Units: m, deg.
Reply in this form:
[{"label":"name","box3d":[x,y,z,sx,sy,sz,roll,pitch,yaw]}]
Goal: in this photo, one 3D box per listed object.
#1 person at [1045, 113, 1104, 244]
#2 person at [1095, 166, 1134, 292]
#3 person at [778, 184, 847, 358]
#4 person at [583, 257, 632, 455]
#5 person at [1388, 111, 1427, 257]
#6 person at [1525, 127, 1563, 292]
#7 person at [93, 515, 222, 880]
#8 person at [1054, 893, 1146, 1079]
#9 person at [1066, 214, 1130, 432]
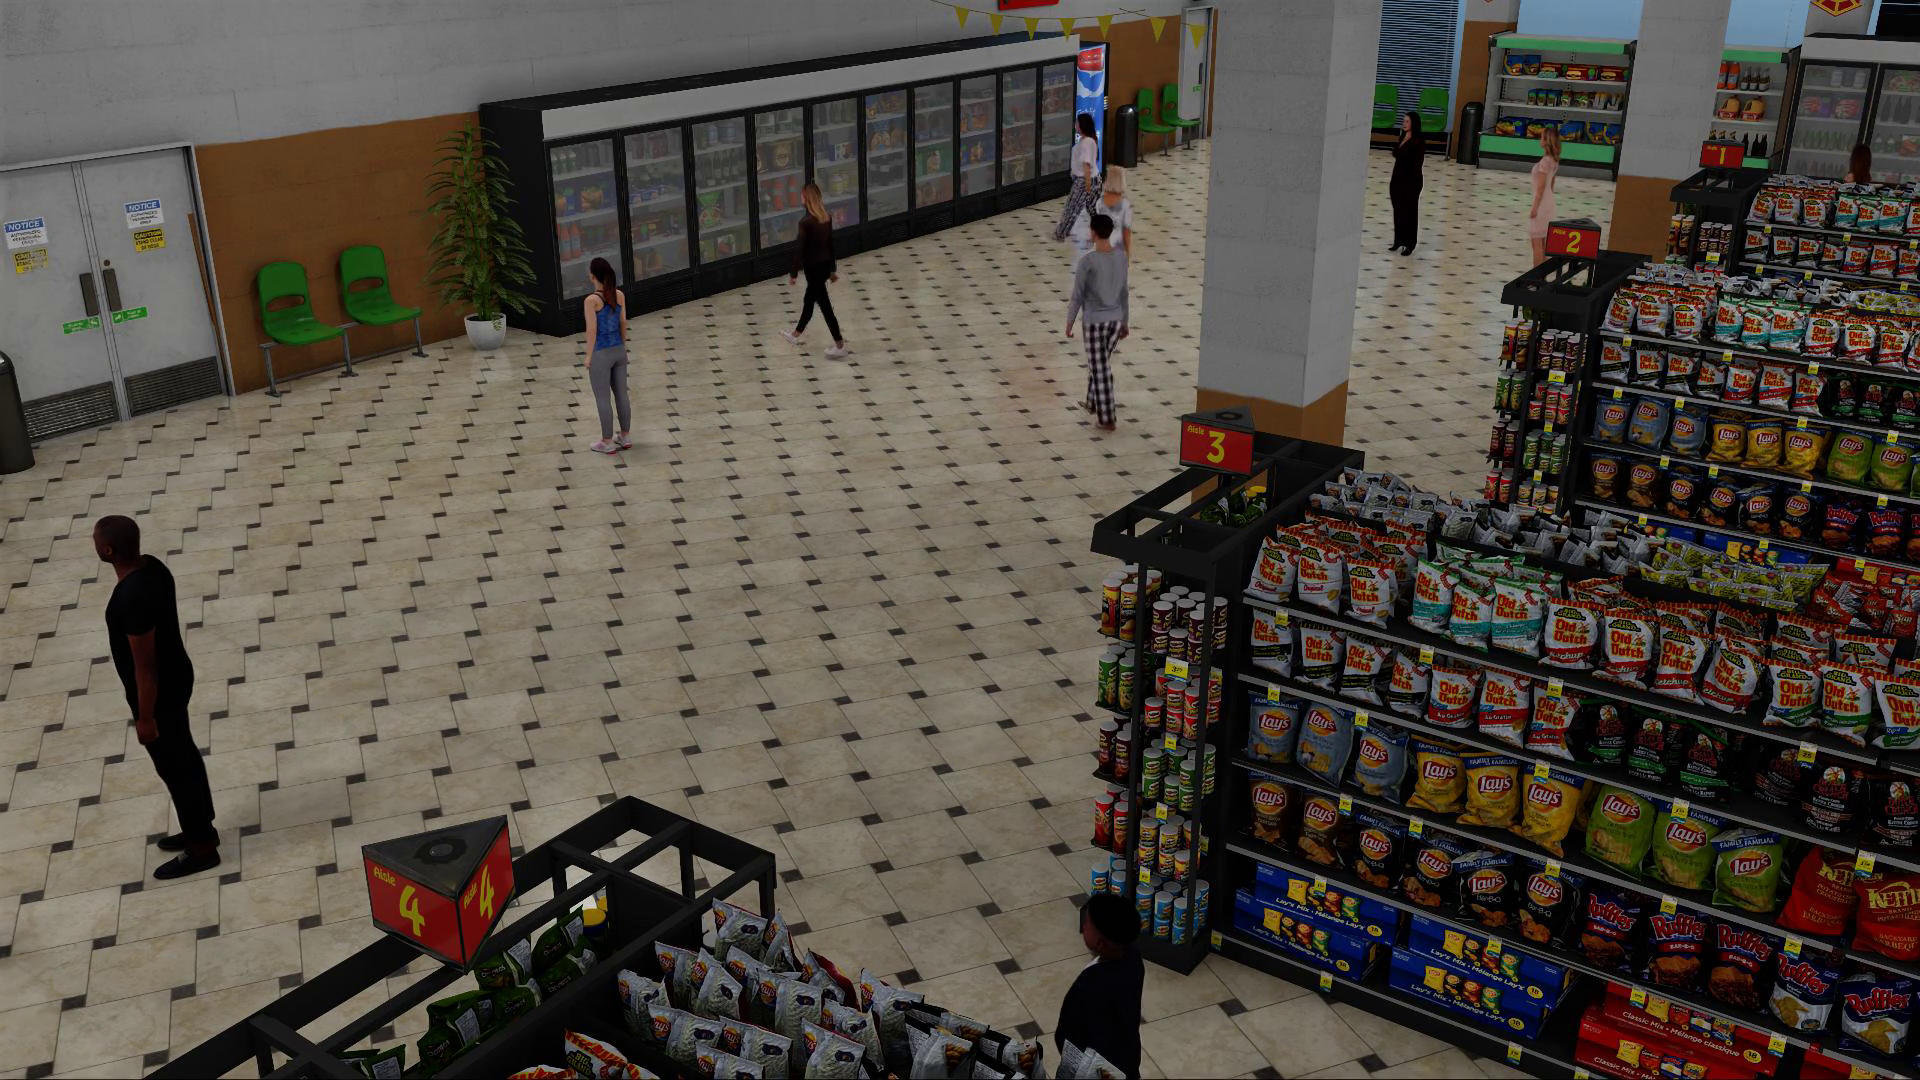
[{"label":"person","box3d":[1.692,-4.560,21.173,1.189,1.634,0.954,5,22,11]},{"label":"person","box3d":[1.516,-2.894,16.886,0.536,1.739,0.660,9,24,22]},{"label":"person","box3d":[-1.327,-2.579,16.215,1.092,1.655,0.686,12,25,28]},{"label":"person","box3d":[-2.896,-1.518,13.636,0.541,1.610,0.569,16,27,35]},{"label":"person","box3d":[5.587,-4.455,20.746,0.833,1.758,0.761,-5,22,-13]},{"label":"person","box3d":[6.641,-3.765,18.933,0.531,1.829,0.596,18,28,38]},{"label":"person","box3d":[-3.743,0.719,7.789,0.810,1.818,0.723,-6,23,-16]},{"label":"person","box3d":[0.533,1.796,5.846,0.563,1.269,0.553,10,24,24]},{"label":"person","box3d":[1.250,-1.804,14.057,0.905,1.826,1.062,-12,25,-27]}]
